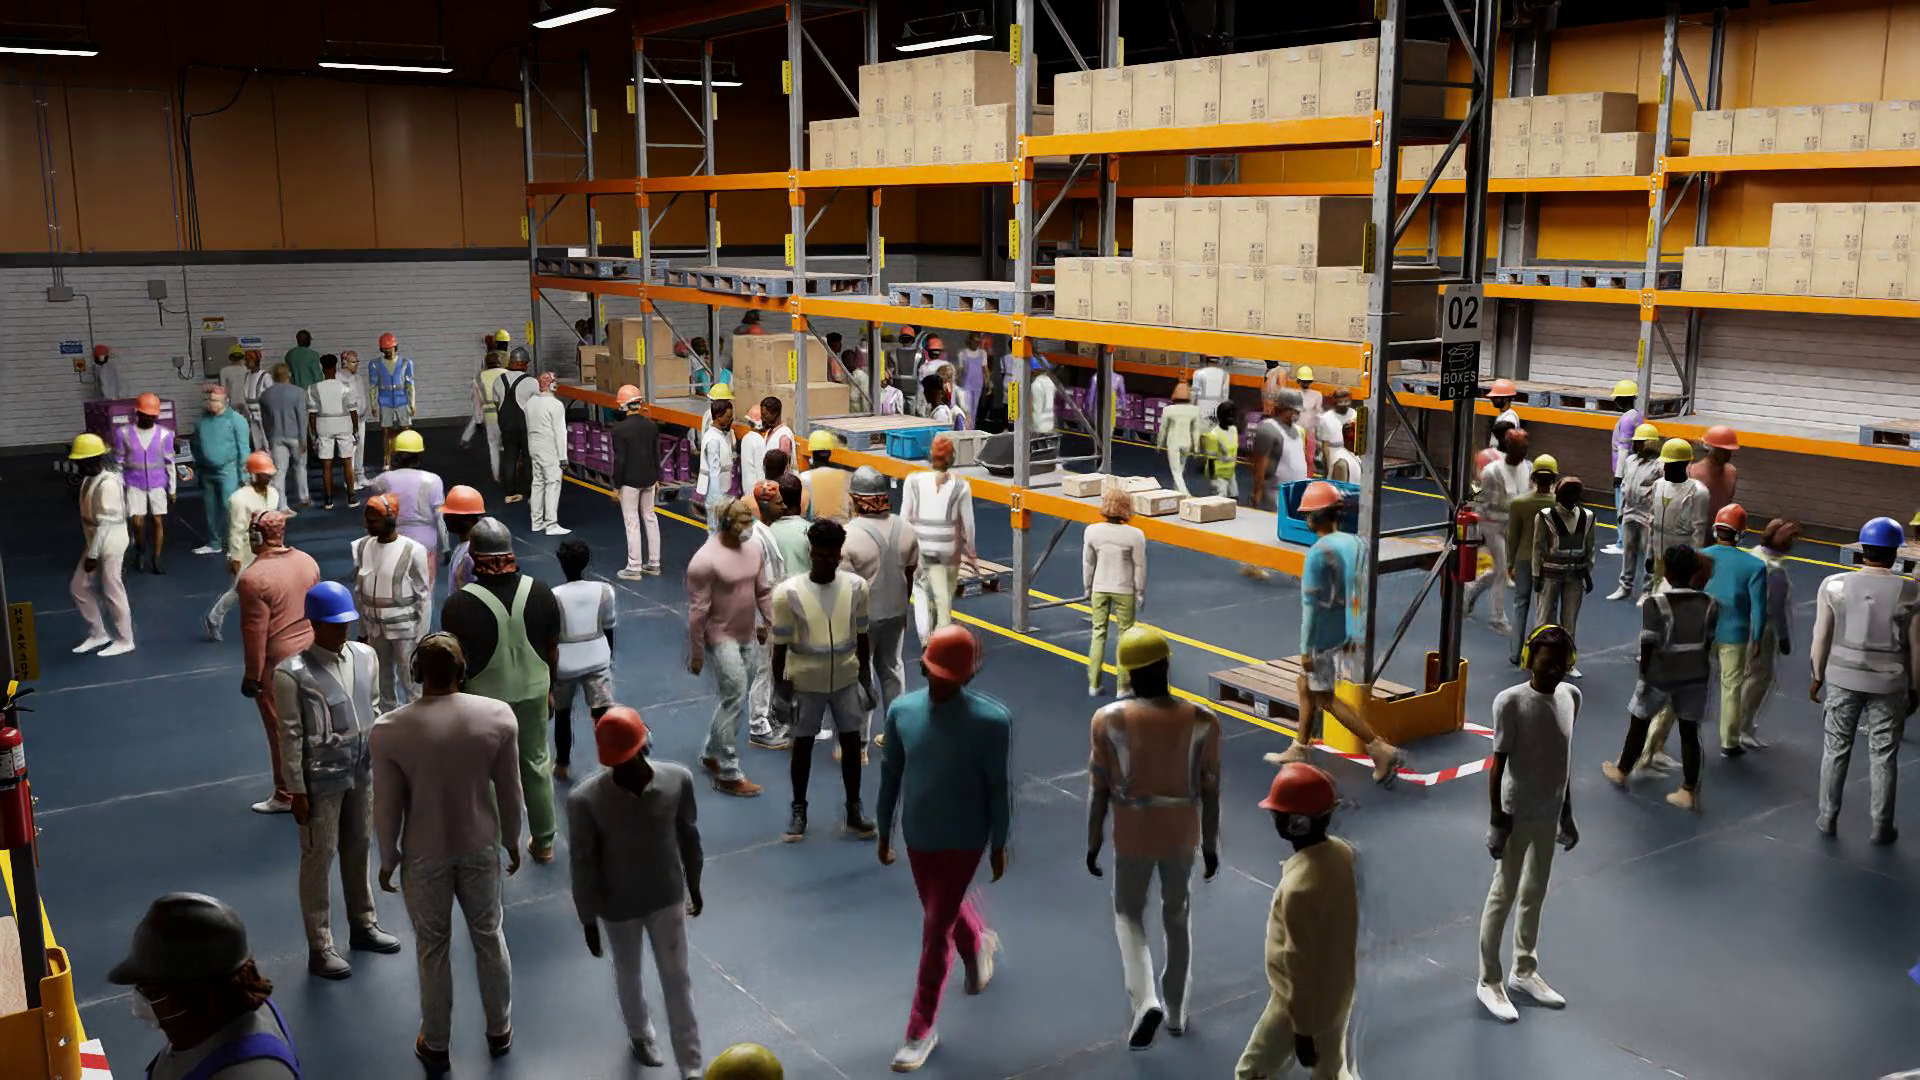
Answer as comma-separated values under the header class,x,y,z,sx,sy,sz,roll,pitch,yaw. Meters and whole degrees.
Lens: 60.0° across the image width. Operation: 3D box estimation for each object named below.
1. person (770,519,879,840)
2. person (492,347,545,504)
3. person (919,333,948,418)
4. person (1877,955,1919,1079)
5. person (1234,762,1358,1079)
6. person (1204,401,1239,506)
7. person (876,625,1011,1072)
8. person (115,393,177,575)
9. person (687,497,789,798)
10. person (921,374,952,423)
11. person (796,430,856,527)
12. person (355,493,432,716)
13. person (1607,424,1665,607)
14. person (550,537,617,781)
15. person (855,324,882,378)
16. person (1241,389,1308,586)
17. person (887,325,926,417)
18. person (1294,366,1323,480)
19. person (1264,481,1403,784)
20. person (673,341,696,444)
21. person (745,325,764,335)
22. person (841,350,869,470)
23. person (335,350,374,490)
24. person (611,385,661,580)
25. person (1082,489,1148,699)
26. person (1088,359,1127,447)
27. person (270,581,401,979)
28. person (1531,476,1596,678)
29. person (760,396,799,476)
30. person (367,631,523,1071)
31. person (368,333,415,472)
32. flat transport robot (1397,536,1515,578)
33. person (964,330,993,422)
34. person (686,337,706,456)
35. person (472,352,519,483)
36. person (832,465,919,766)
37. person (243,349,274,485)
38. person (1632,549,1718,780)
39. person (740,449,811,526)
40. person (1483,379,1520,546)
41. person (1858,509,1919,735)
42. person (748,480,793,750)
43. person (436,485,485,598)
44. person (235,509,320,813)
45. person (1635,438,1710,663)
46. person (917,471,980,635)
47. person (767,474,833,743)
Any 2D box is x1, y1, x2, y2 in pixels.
class,x,y,z,sx,sy,sz,roll,pitch,yaw
person,-0.789,0.840,9.814,0.661,1.947,0.530,-4,12,-22
person,-5.644,-1.486,21.457,0.683,2.000,0.535,3,12,17
person,-0.435,-2.371,26.502,0.627,1.844,0.429,-6,13,-29
person,2.526,1.919,4.273,0.616,1.942,0.408,-2,11,-9
person,1.216,1.657,6.166,0.669,1.727,0.562,8,13,34
person,2.878,-0.719,18.466,0.467,1.674,0.558,10,15,41
person,-0.056,1.288,7.537,0.640,1.946,1.017,6,12,26
person,-8.347,-0.563,17.080,0.577,1.902,0.503,-6,13,-30
person,-1.493,0.664,10.779,0.654,1.908,0.642,6,13,29
person,-0.251,-0.868,18.499,0.372,1.961,0.601,0,11,-2
person,-1.186,-0.008,14.318,0.611,1.871,0.992,-5,12,-23
person,-3.787,0.616,11.102,0.573,1.885,0.357,5,12,22
person,6.480,-0.240,15.844,0.301,1.745,0.483,-7,13,-31
person,-2.424,0.812,10.678,0.532,1.671,0.807,-6,13,-29
person,-1.595,-2.935,29.542,0.608,1.791,0.926,-8,14,-36
person,3.289,-0.562,16.729,1.039,2.000,0.695,8,14,36
person,-0.814,-2.259,25.450,0.601,2.035,0.408,0,11,1
person,4.469,-1.390,21.697,0.530,1.760,0.340,0,11,-3
person,2.464,0.616,10.844,0.930,2.002,0.611,8,13,34
person,-4.388,-2.358,26.823,0.712,1.697,0.571,-3,12,-17
person,-3.222,-2.387,26.182,0.393,1.995,0.612,-2,11,-8
person,-1.357,-1.649,22.744,0.416,1.874,0.663,-6,12,-27
person,-8.242,-1.626,22.564,0.403,1.895,0.648,1,11,5
person,-3.327,-0.593,17.012,0.400,1.989,0.623,8,14,36
person,1.189,0.418,12.802,0.537,1.623,0.304,5,12,24
person,2.208,-1.899,24.658,0.541,1.610,0.679,-3,11,-13
person,-3.067,1.153,8.189,0.384,1.949,0.603,6,12,27
person,4.832,0.298,13.354,0.514,1.641,0.308,-1,11,-4
person,-1.815,-0.497,16.750,0.401,1.908,0.598,-4,12,-21
person,-2.215,1.343,7.240,0.636,1.938,0.354,-6,12,-27
person,-8.196,-1.978,24.032,0.619,2.029,0.456,-4,12,-20
flat transport robot,5.196,0.164,17.555,0.652,0.197,1.431,-5,12,-25
person,0.318,-3.046,29.776,0.610,1.920,0.670,7,13,32
person,-4.070,-2.226,25.774,0.348,1.839,0.503,5,12,24
person,-6.385,-1.683,23.040,0.682,1.825,0.494,-2,11,-8
person,-0.644,0.496,11.313,0.688,2.000,0.539,-10,15,-42
person,-9.638,-1.690,22.902,0.583,1.883,0.339,8,13,34
person,4.656,0.819,10.822,0.458,1.592,0.582,0,11,2
person,-1.451,0.211,13.254,0.585,1.877,0.999,-3,11,-14
person,5.931,-0.801,18.256,0.379,1.933,0.547,2,11,12
person,6.780,0.597,11.613,0.658,1.723,0.498,5,12,22
person,-1.339,0.511,11.639,0.339,1.882,0.584,1,11,6
person,-3.256,0.595,11.061,0.352,1.942,0.545,-5,12,-25
person,-4.255,0.748,10.367,0.399,1.909,0.642,3,12,16
person,5.813,0.120,13.568,0.409,1.918,0.585,-4,12,-19
person,-0.157,0.194,14.009,0.529,1.599,0.819,-7,13,-30
person,-1.181,0.491,11.649,0.593,1.922,0.392,5,12,24
